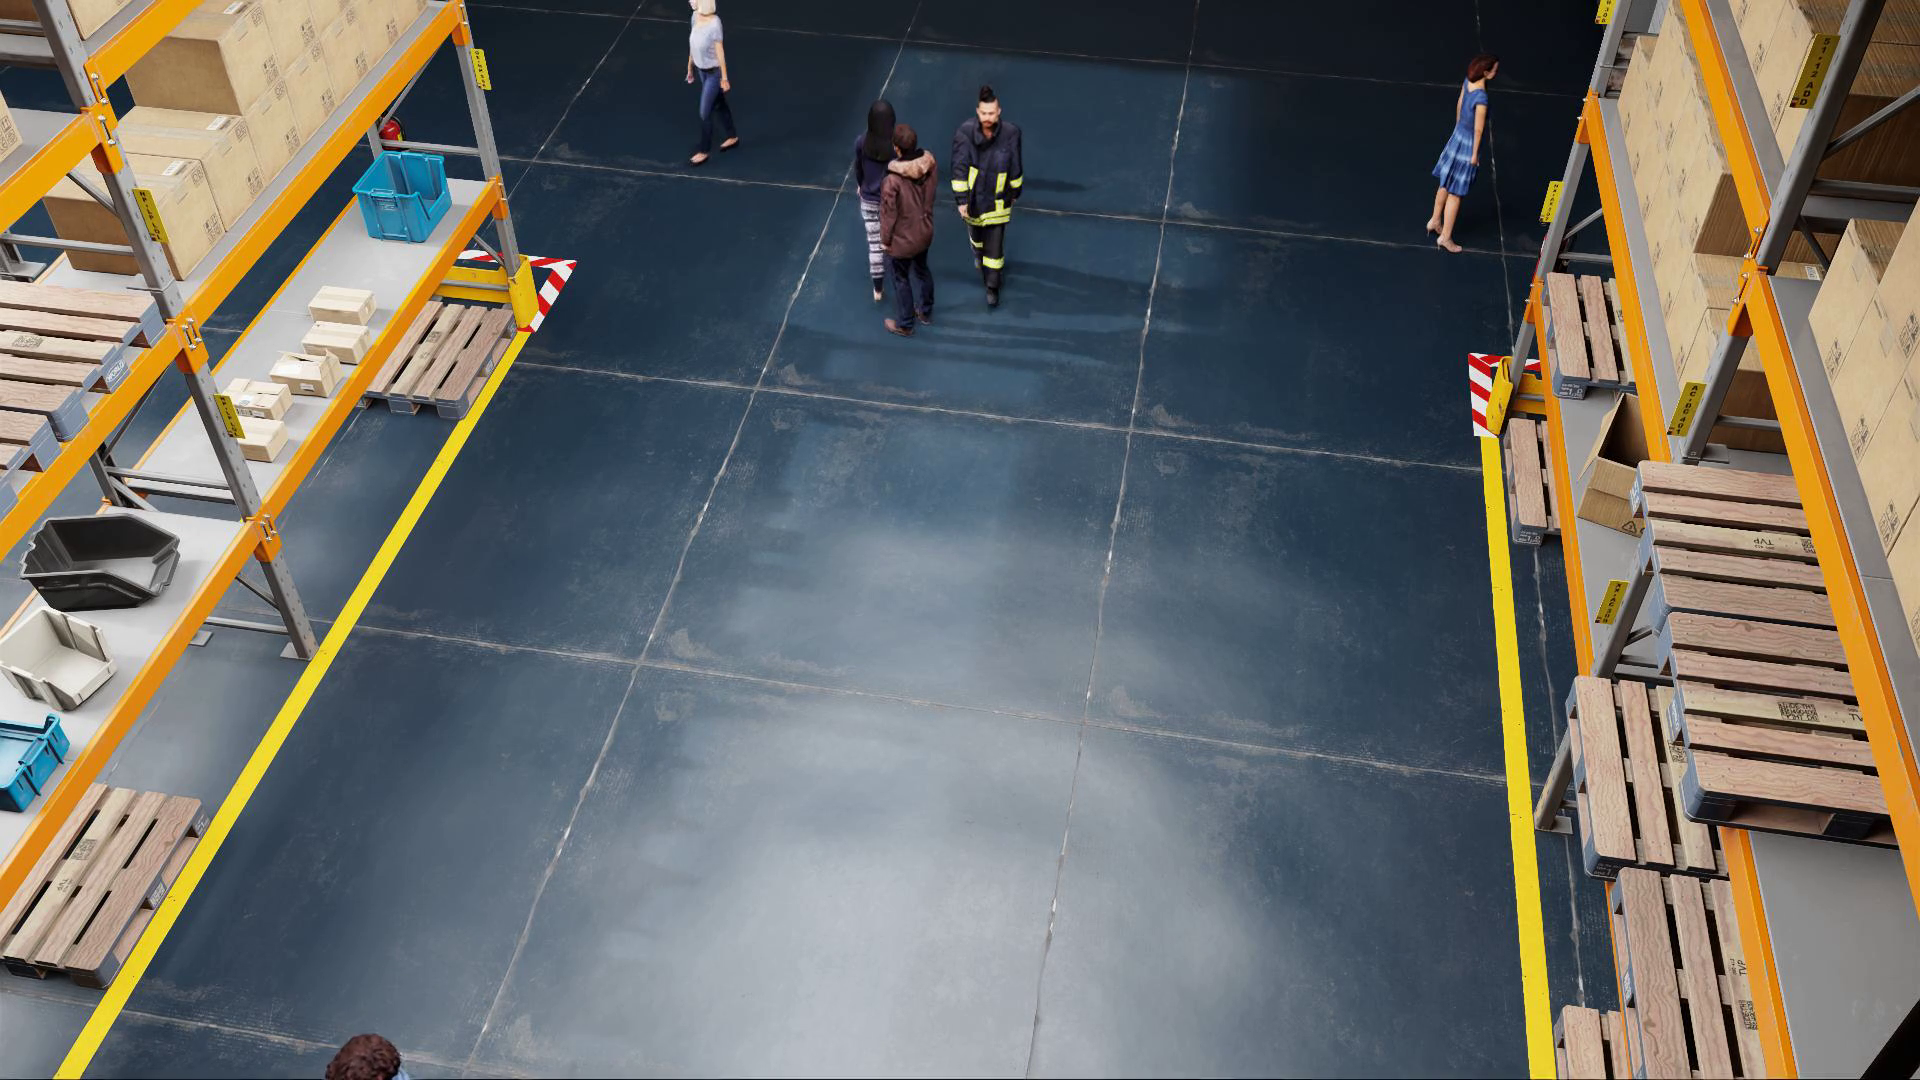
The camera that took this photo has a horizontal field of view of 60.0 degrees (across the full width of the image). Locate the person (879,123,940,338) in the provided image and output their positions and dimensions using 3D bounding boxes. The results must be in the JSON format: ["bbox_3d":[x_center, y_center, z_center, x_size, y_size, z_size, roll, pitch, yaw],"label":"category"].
[{"bbox_3d":[-0.396,-2.466,13.278,0.934,1.846,0.821,32,52,29],"label":"person"}]

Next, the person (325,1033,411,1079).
[{"bbox_3d":[-2.559,2.786,7.811,0.824,1.783,1.200,15,46,15],"label":"person"}]

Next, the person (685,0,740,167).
[{"bbox_3d":[-2.219,-4.337,15.347,0.972,1.702,0.911,-26,50,-25],"label":"person"}]

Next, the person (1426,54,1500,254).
[{"bbox_3d":[4.310,-3.315,14.198,0.791,1.805,0.619,-5,44,-5],"label":"person"}]

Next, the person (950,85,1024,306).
[{"bbox_3d":[0.207,-2.954,13.806,0.752,1.824,1.093,4,44,5],"label":"person"}]

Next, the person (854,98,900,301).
[{"bbox_3d":[-0.667,-2.782,13.722,0.747,1.690,1.142,0,44,0],"label":"person"}]
